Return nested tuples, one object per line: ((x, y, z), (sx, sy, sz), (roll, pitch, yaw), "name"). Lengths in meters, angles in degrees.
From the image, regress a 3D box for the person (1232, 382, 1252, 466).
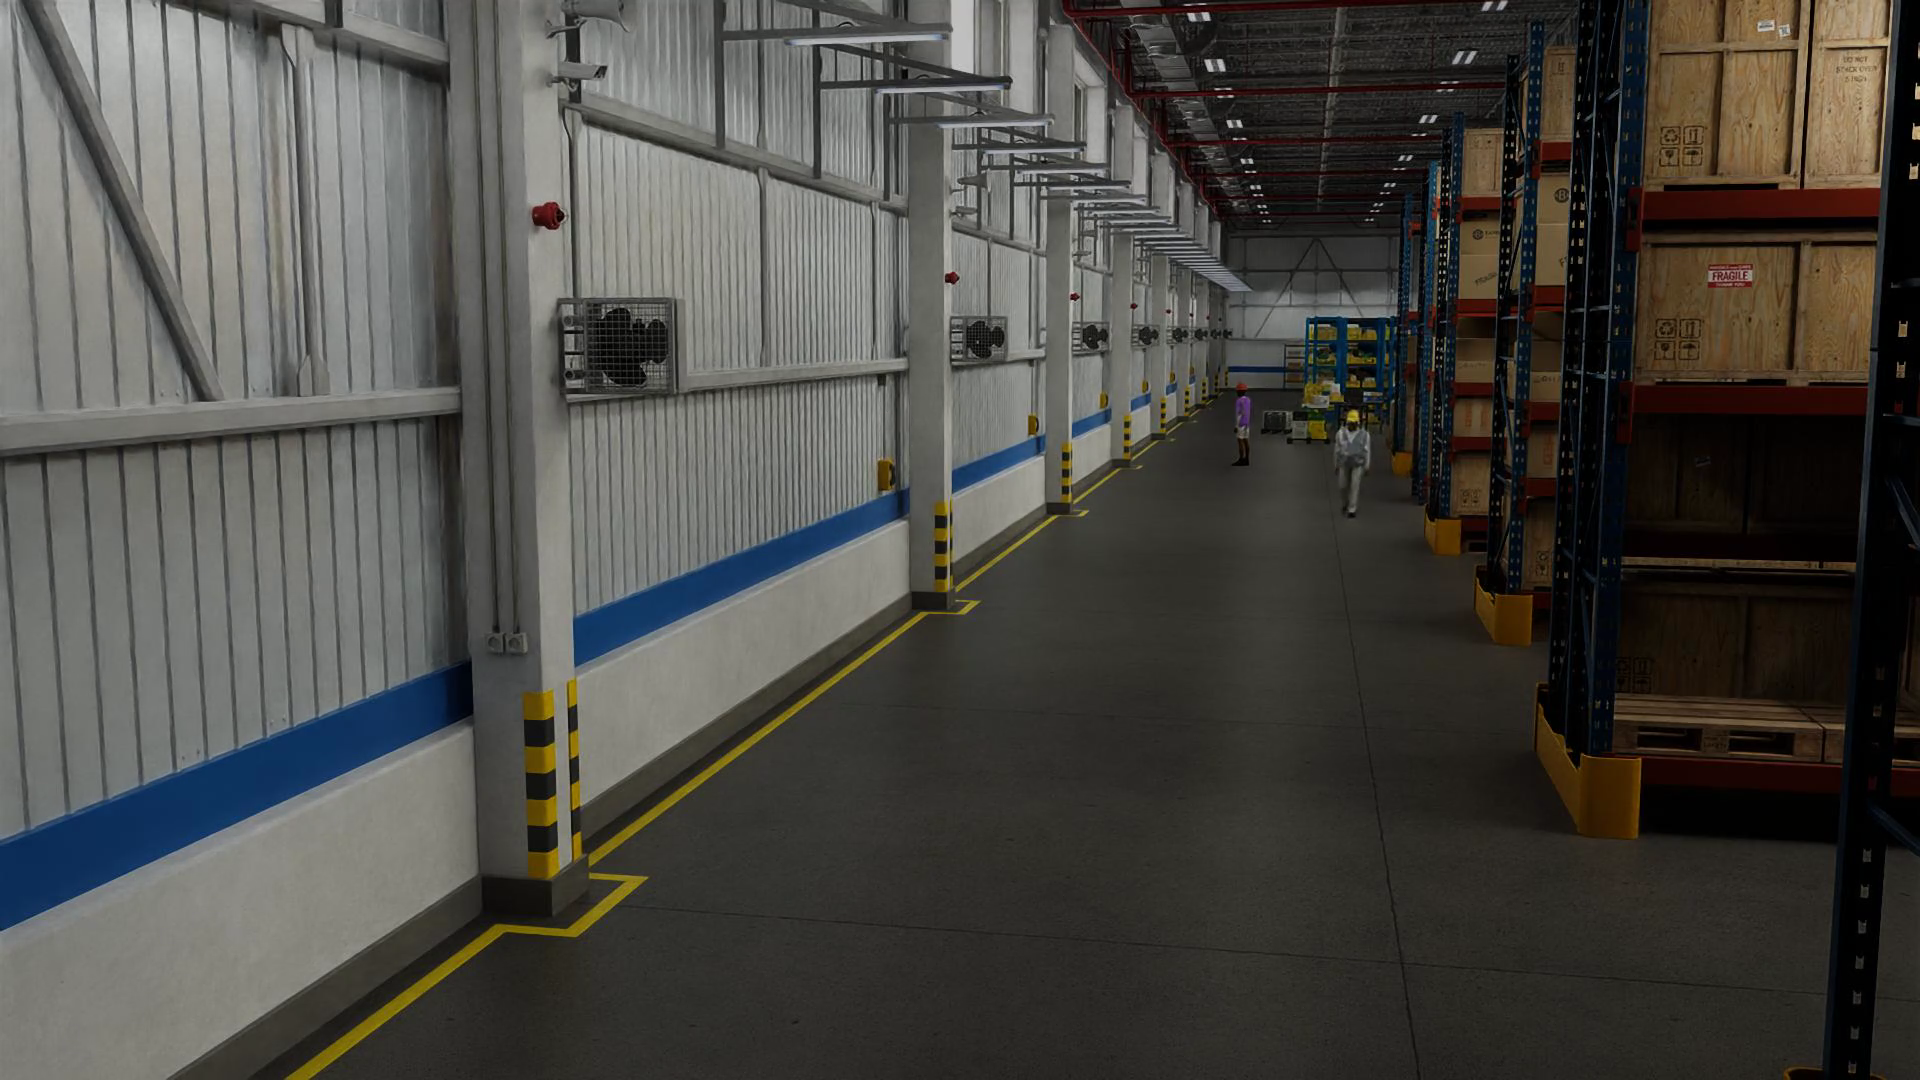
((6.533, -2.683, 38.608), (0.362, 1.939, 0.542), (6, 9, 40), "person")

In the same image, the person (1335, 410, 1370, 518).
((6.530, -1.263, 27.713), (0.595, 1.817, 0.420), (3, 8, 22), "person")

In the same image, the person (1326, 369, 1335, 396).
((13.398, -5.320, 60.353), (0.956, 1.789, 0.581), (2, 7, 16), "person")
